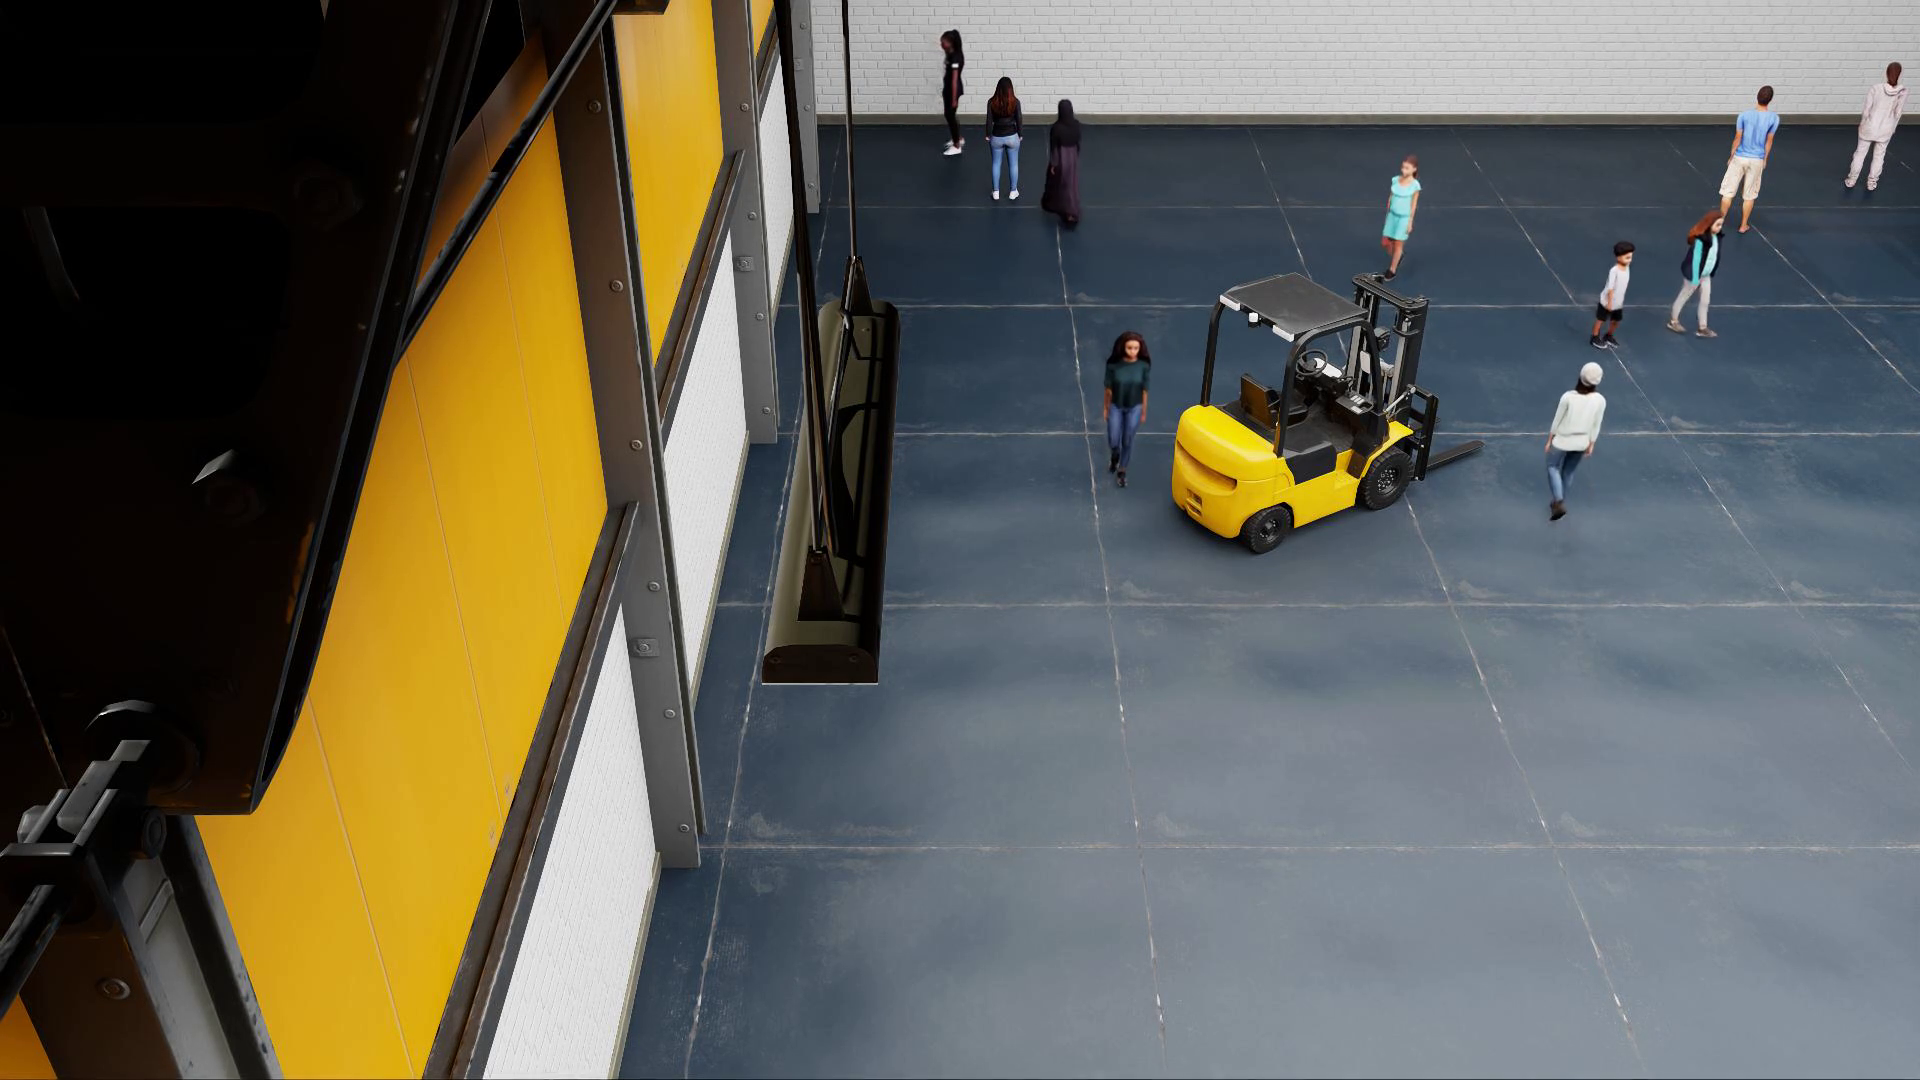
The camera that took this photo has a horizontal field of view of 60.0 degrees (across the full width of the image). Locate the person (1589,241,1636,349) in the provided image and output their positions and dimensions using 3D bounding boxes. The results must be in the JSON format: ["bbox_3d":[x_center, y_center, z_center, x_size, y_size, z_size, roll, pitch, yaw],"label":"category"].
[{"bbox_3d":[7.158,-2.724,18.369,0.596,1.246,0.643,-19,38,-26],"label":"person"}]

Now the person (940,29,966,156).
[{"bbox_3d":[-0.104,-6.279,23.277,0.796,1.735,0.641,-7,34,-11],"label":"person"}]

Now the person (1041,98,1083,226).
[{"bbox_3d":[1.357,-4.795,21.157,0.864,1.609,1.197,-10,35,-15],"label":"person"}]

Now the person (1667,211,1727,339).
[{"bbox_3d":[8.183,-3.002,18.577,0.823,1.479,0.926,-20,38,-27],"label":"person"}]

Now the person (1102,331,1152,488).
[{"bbox_3d":[1.575,-1.297,15.895,0.596,1.608,0.622,2,34,3],"label":"person"}]

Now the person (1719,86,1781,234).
[{"bbox_3d":[9.916,-4.786,20.913,0.718,1.864,0.685,11,35,16],"label":"person"}]

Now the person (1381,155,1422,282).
[{"bbox_3d":[5.273,-3.846,19.779,0.722,1.554,0.783,29,43,36],"label":"person"}]

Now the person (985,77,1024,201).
[{"bbox_3d":[0.587,-5.293,21.884,0.639,1.634,0.552,1,34,2],"label":"person"}]

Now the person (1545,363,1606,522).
[{"bbox_3d":[5.602,-0.856,15.211,0.619,1.632,0.797,3,34,4],"label":"person"}]

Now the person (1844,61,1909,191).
[{"bbox_3d":[12.245,-5.521,22.174,0.715,1.692,0.703,13,36,19],"label":"person"}]
